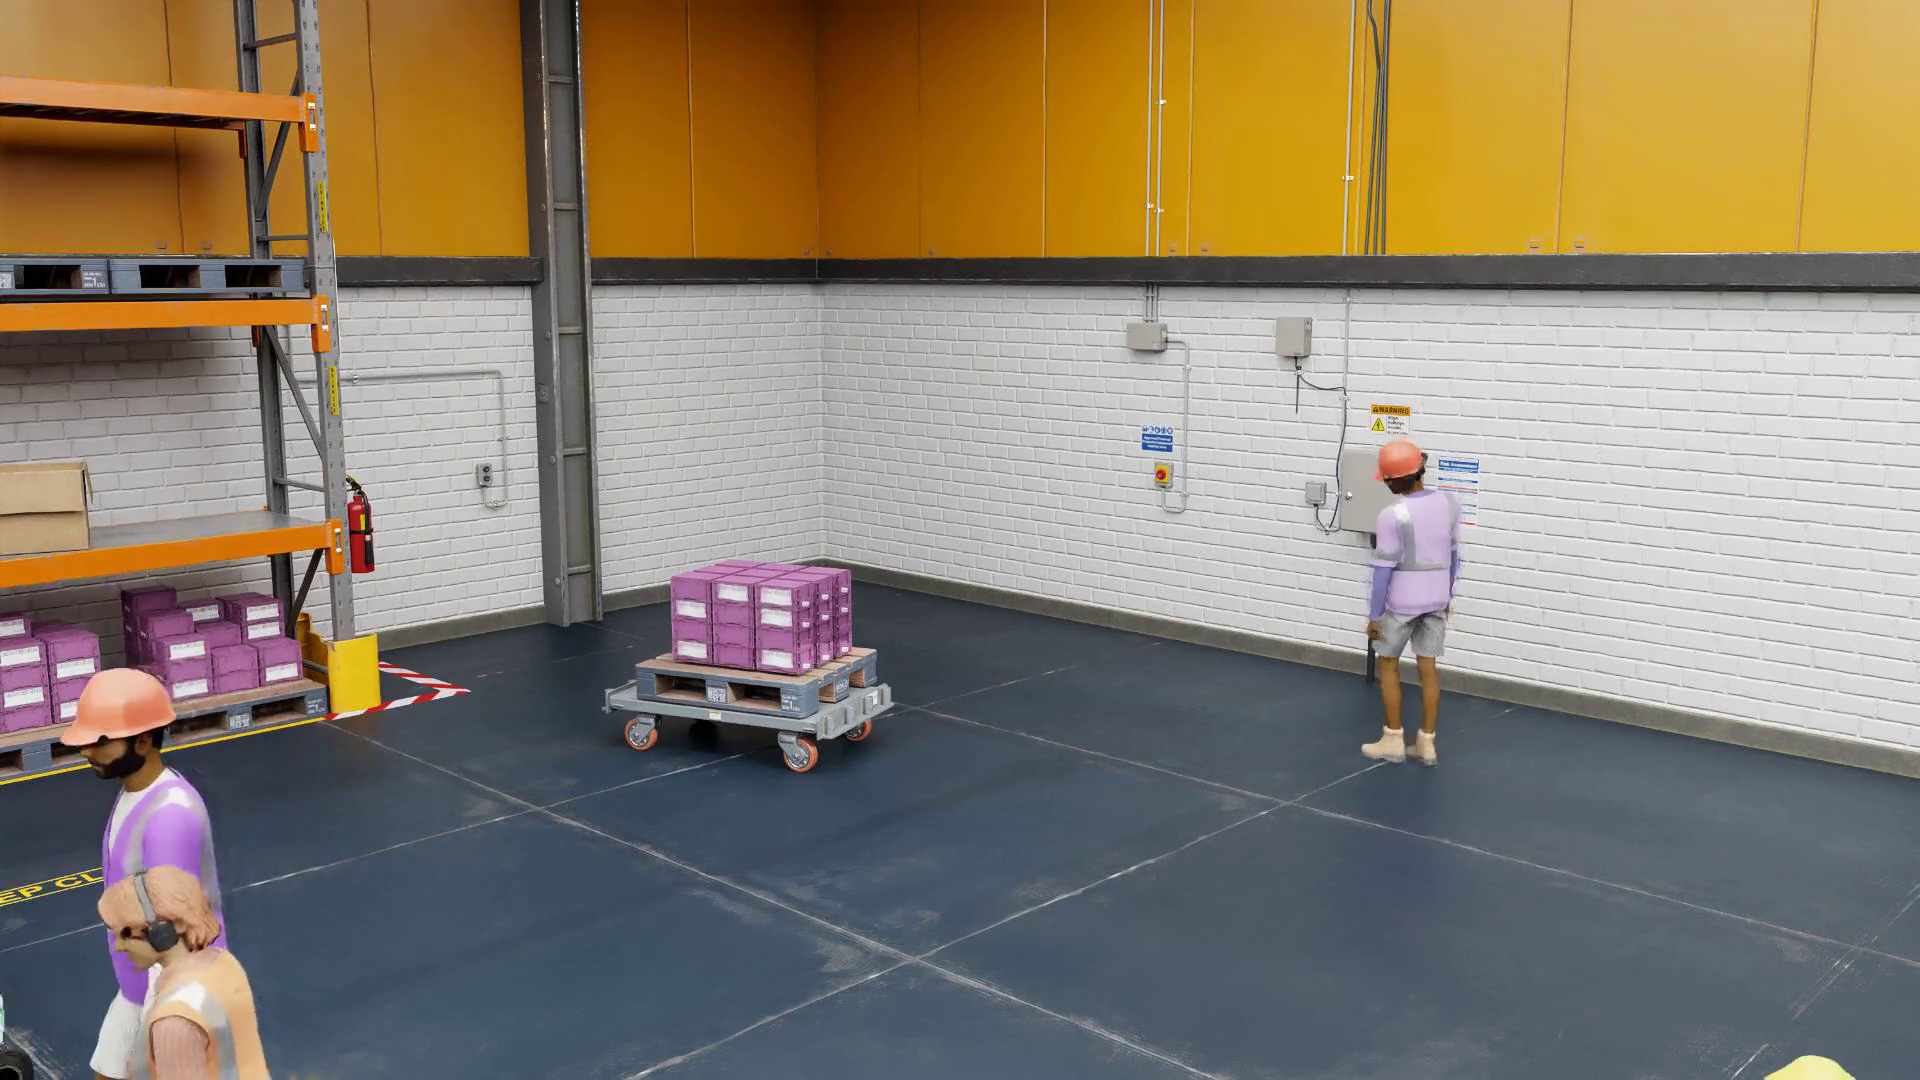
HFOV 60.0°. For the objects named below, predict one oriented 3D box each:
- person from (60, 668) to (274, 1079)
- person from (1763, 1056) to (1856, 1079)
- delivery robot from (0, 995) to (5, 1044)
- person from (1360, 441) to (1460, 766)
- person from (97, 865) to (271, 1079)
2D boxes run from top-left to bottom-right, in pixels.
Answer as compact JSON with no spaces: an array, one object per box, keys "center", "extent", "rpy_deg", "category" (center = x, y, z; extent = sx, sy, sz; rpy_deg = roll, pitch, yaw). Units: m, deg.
[{"center":[-2.356,1.293,5.006],"extent":[1.045,1.885,0.557],"rpy_deg":[-8,12,-39],"category":"person"},{"center":[1.382,1.697,2.764],"extent":[0.600,1.797,0.857],"rpy_deg":[4,10,21],"category":"person"},{"center":[-3.713,1.782,5.752],"extent":[0.477,0.478,0.707],"rpy_deg":[4,10,24],"category":"delivery robot"},{"center":[2.778,0.398,10.181],"extent":[0.640,2.007,0.355],"rpy_deg":[-4,10,-21],"category":"person"},{"center":[-1.836,1.574,4.039],"extent":[0.393,1.615,0.542],"rpy_deg":[-2,9,-11],"category":"person"}]
